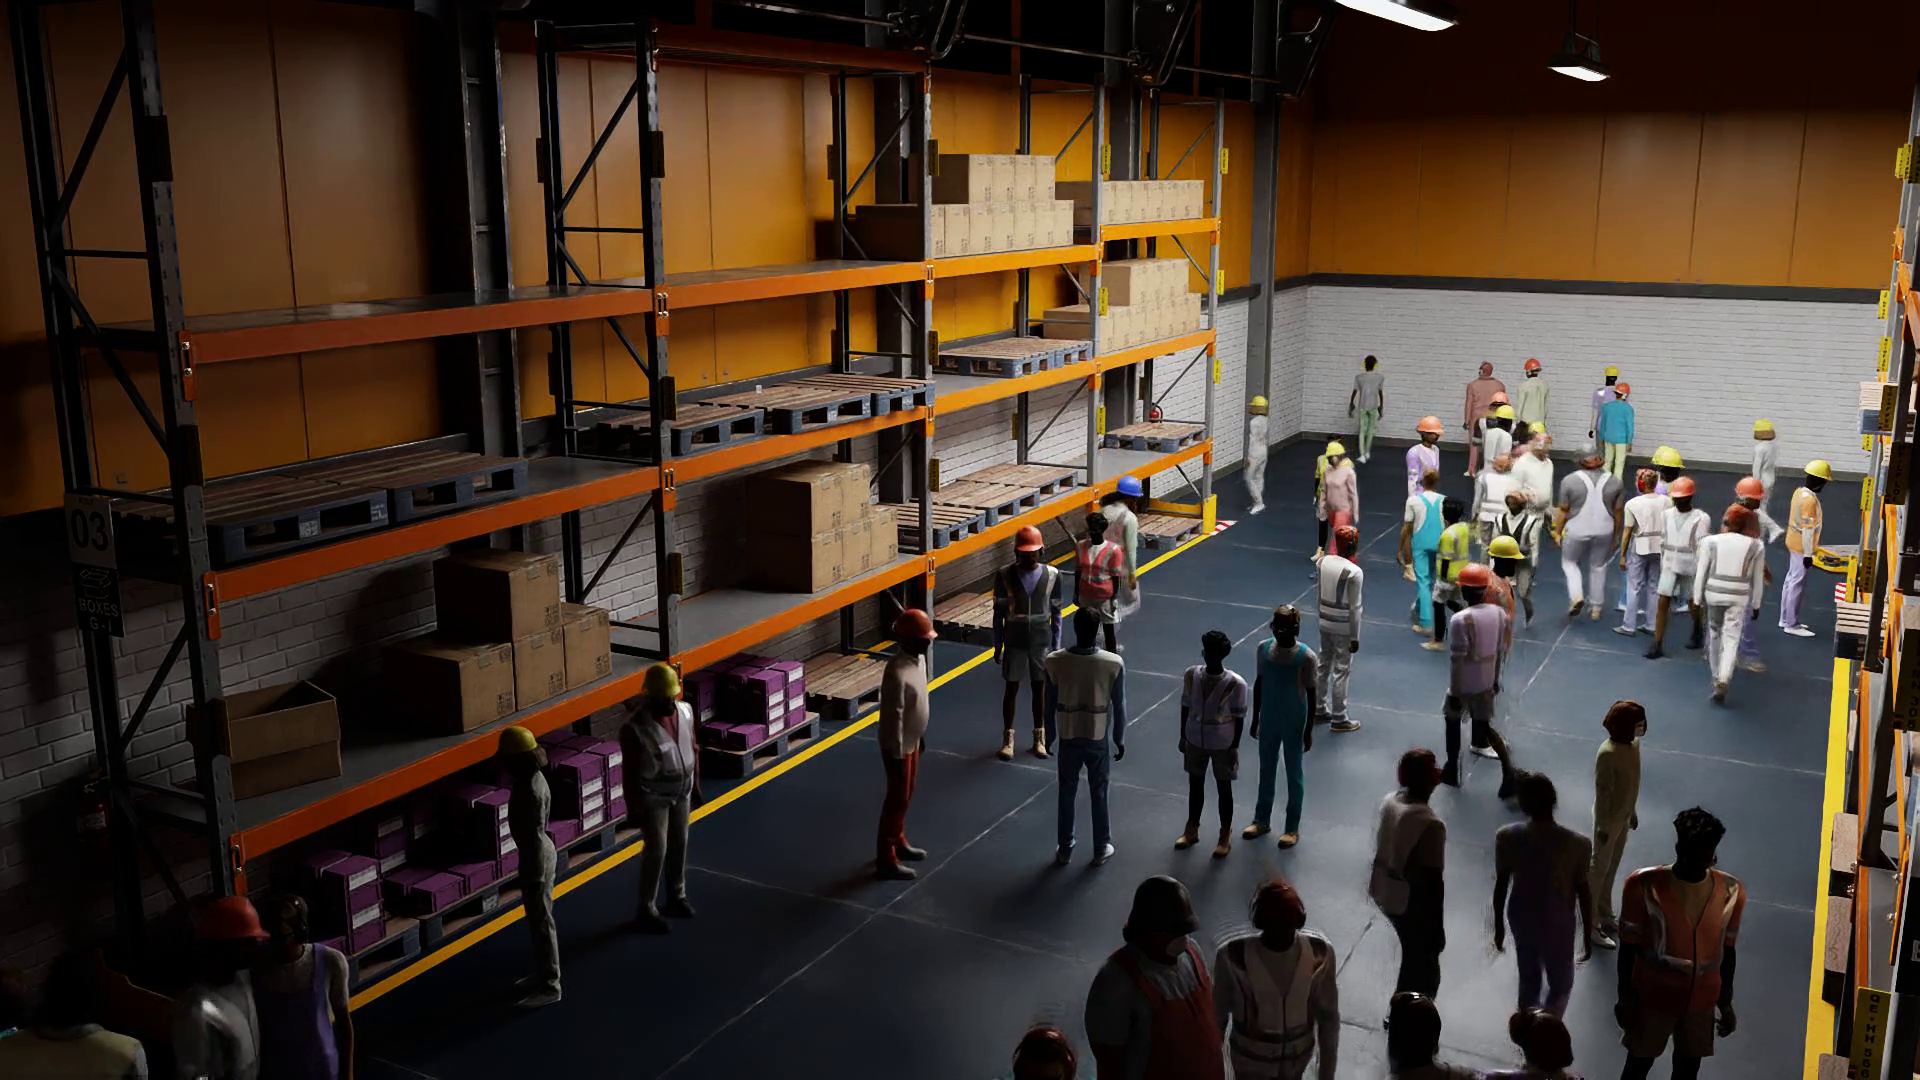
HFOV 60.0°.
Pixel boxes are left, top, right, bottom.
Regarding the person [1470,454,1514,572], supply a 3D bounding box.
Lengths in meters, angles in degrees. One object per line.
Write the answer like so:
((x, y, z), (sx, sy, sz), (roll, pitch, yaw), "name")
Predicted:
((6.506, -0.250, 20.222), (0.563, 1.608, 0.755), (7, 14, 27), "person")

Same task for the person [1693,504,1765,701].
((7.346, 0.586, 15.938), (0.585, 1.848, 0.917), (7, 14, 29), "person")

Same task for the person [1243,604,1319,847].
((2.403, 1.371, 12.411), (0.505, 1.847, 0.348), (10, 16, 39), "person")

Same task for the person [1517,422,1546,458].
((7.493, -0.683, 21.838), (0.379, 1.741, 0.529), (-6, 14, -24), "person")

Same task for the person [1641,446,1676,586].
((8.377, -0.254, 19.894), (0.333, 1.760, 0.528), (-1, 13, -7), "person")

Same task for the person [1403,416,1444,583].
((5.680, -0.502, 20.344), (0.371, 2.048, 0.605), (12, 17, 42), "person")

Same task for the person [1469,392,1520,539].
((7.264, -1.003, 22.642), (0.618, 2.028, 0.410), (3, 13, 12), "person")

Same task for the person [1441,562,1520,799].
((4.186, 1.138, 13.346), (0.566, 1.907, 0.841), (-6, 14, -26), "person")

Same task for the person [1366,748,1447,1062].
((2.532, 2.076, 9.370), (0.443, 1.809, 0.595), (-3, 13, -12), "person")

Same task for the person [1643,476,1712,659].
((7.509, 0.266, 17.259), (0.967, 1.901, 0.564), (-11, 17, -40), "person")

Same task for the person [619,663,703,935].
((-1.964, 1.684, 11.073), (0.404, 1.819, 0.600), (9, 15, 35), "person")

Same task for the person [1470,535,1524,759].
((4.614, 0.902, 14.327), (0.369, 1.928, 0.585), (6, 14, 25), "person")

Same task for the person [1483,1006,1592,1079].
((2.397, 2.702, 6.965), (0.515, 1.617, 0.437), (0, 13, 1), "person")

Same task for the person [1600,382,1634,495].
((10.215, -1.577, 25.820), (0.341, 1.749, 0.571), (-8, 15, -31), "person")

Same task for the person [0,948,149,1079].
((-3.599, 2.600, 6.800), (0.668, 1.893, 0.458), (0, 13, 0), "person")

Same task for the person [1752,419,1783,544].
((10.746, -0.756, 22.190), (0.502, 1.719, 0.494), (-10, 16, -39), "person")

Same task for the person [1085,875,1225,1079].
((0.893, 2.423, 7.260), (0.538, 2.000, 0.684), (12, 17, 42), "person")

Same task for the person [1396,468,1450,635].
((5.108, 0.107, 18.259), (0.597, 1.779, 1.007), (-1, 13, -3), "person")

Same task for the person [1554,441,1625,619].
((7.037, -0.114, 18.617), (0.748, 2.000, 0.601), (1, 13, 5), "person")

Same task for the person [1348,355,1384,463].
((7.009, -2.271, 28.733), (0.582, 1.835, 0.613), (1, 13, 5), "person")

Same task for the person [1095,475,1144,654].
((1.636, 0.278, 17.129), (0.473, 1.921, 0.697), (-6, 14, -25), "person")

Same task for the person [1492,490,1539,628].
((6.012, 0.246, 17.975), (0.521, 1.614, 0.663), (10, 16, 37), "person")

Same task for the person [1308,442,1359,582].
((4.609, -0.347, 20.405), (0.924, 1.703, 0.531), (-8, 15, -33), "person")

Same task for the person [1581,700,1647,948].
((4.284, 1.824, 10.860), (0.279, 1.634, 0.499), (12, 17, 43), "person")

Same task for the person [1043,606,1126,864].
((0.900, 1.417, 12.040), (0.596, 1.918, 0.379), (2, 13, 8), "person")

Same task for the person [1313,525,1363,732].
((3.411, 0.791, 14.949), (0.358, 1.877, 0.564), (-6, 14, -25), "person")

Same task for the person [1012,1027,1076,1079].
((0.335, 2.743, 6.377), (0.572, 1.802, 0.939), (0, 13, 0), "person")

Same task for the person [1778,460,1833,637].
((9.166, 0.078, 18.038), (0.383, 1.917, 0.584), (4, 13, 17), "person")

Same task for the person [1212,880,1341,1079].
((1.454, 2.445, 7.578), (0.564, 1.846, 0.849), (-2, 13, -11), "person")

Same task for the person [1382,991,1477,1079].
((1.793, 2.668, 6.634), (0.508, 1.840, 0.342), (-4, 13, -17), "person")

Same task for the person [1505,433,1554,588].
((6.904, -0.350, 20.075), (0.719, 1.867, 0.398), (-8, 15, -33), "person")

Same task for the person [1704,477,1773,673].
((7.925, 0.328, 16.805), (0.654, 1.959, 0.668), (9, 16, 36), "person")

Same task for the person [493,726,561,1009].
((-2.611, 1.956, 10.061), (0.324, 1.729, 0.490), (-5, 14, -22), "person")

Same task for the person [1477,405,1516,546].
((7.304, -0.861, 22.261), (0.742, 1.901, 0.603), (-4, 13, -16), "person")

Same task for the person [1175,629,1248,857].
((1.845, 1.484, 12.238), (0.534, 1.700, 0.318), (8, 15, 33), "person")

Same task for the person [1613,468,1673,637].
((7.374, 0.148, 17.916), (0.560, 1.836, 0.394), (-3, 13, -14), "person")

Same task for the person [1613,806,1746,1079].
((3.546, 2.246, 8.238), (0.603, 1.959, 0.372), (0, 13, 1), "person")

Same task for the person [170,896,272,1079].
((-3.207, 2.495, 7.257), (0.518, 1.898, 0.583), (-1, 13, -6), "person")

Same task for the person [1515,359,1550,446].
((9.231, -1.941, 26.930), (0.618, 1.985, 0.407), (-5, 13, -20), "person")

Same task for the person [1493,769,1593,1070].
((3.185, 2.126, 9.117), (0.543, 1.806, 0.606), (8, 15, 32), "person")

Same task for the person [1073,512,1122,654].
((1.351, 0.549, 16.443), (0.531, 1.691, 0.318), (9, 15, 34), "person")

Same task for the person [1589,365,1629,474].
((10.317, -1.818, 26.505), (0.594, 1.925, 0.379), (-1, 13, -4), "person")

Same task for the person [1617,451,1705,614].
((7.949, -0.059, 18.749), (0.944, 1.878, 0.589), (5, 14, 23), "person")

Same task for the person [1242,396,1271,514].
((4.398, -1.231, 24.396), (0.437, 1.717, 0.560), (12, 17, 42), "person")

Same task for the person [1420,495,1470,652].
((5.149, 0.369, 17.261), (0.576, 1.680, 0.536), (11, 17, 40), "person")

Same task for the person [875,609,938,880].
((-0.377, 1.438, 11.851), (0.481, 1.971, 0.620), (3, 13, 14), "person")

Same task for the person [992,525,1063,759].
((0.580, 0.871, 14.206), (0.605, 2.044, 0.375), (-1, 13, -4), "person")

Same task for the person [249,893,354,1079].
((-3.005, 2.456, 7.561), (0.505, 1.842, 0.346), (-4, 13, -19), "person")

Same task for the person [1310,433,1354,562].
((4.754, -0.532, 21.264), (0.536, 1.699, 0.318), (11, 16, 39), "person")

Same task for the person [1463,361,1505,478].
((8.551, -1.966, 27.203), (0.651, 1.913, 0.409), (0, 13, -2), "person")
